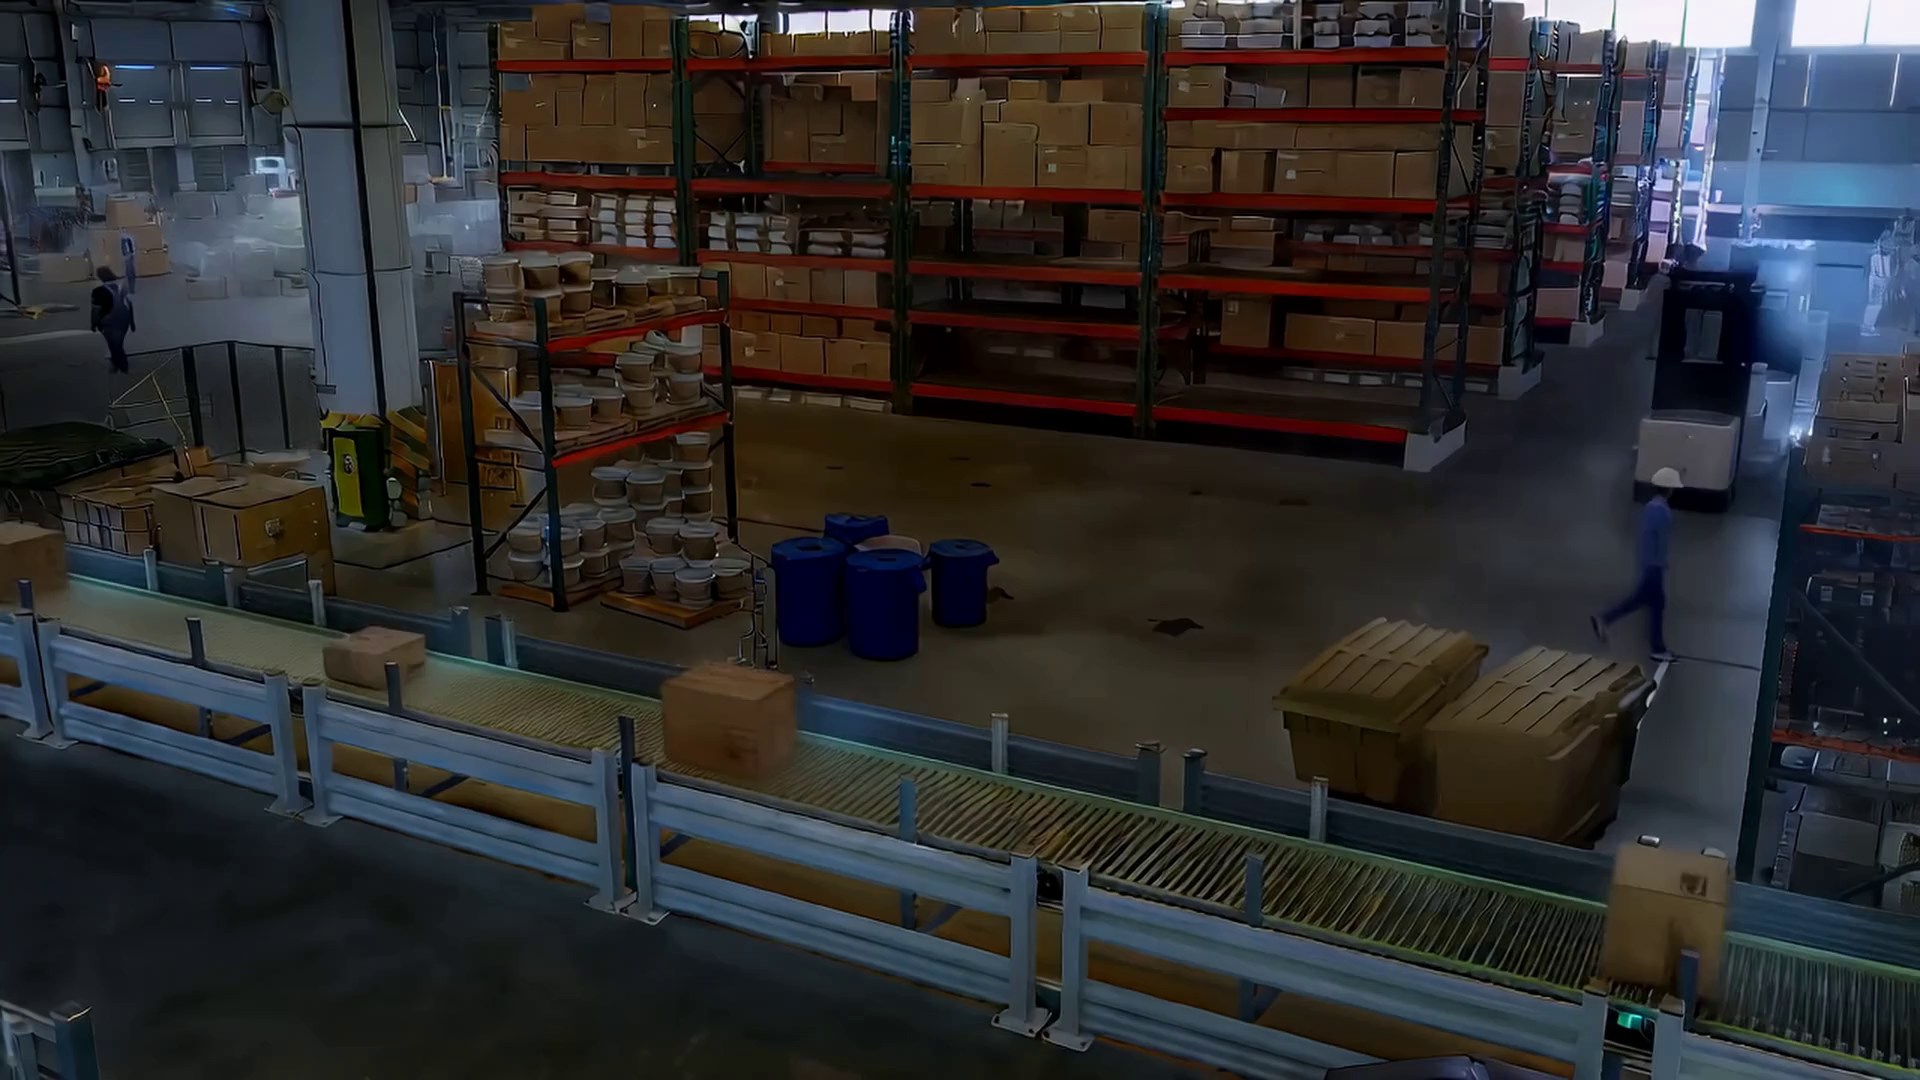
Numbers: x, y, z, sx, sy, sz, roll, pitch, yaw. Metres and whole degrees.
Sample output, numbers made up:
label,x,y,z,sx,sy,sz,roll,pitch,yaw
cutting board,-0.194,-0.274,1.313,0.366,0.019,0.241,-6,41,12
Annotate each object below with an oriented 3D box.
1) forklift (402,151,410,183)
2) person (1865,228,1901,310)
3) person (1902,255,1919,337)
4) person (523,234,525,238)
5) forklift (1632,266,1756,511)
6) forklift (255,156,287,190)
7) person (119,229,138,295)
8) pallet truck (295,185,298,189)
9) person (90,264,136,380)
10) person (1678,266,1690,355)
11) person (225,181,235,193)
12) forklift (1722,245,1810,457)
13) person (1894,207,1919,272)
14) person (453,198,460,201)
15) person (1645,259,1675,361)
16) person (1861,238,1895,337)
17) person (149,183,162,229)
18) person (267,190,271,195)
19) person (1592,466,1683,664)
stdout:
label,x,y,z,sx,sy,sz,roll,pitch,yaw
forklift,-21.519,-13.653,64.424,1.873,2.768,1.129,-1,15,-5
person,21.529,-6.324,38.797,0.675,1.875,0.781,9,17,29
person,19.837,-5.152,34.347,0.666,1.888,0.457,2,15,6
person,-9.761,-5.866,36.886,0.585,1.970,0.650,-10,18,-33
forklift,9.021,-1.914,20.294,1.129,2.768,1.873,8,17,28
forklift,-24.235,-12.131,58.703,1.129,2.768,1.873,0,15,0
person,-20.801,-6.951,41.605,0.307,1.641,0.512,-2,15,-9
pallet truck,-26.804,-14.617,69.738,1.885,1.965,0.823,-14,20,-42
person,-14.942,-3.848,29.173,0.961,2.000,0.699,8,17,27
person,13.828,-4.409,31.934,0.317,1.698,0.540,-1,15,-3
person,-26.196,-11.989,60.038,0.663,1.912,0.389,5,16,17
forklift,11.200,-2.707,23.277,1.129,2.768,1.873,8,17,27
person,26.708,-8.470,46.973,0.589,1.810,0.868,7,16,25
person,-16.467,-10.384,54.513,0.513,1.640,0.309,12,19,38
person,13.162,-4.292,31.121,0.400,1.901,0.643,-5,16,-18
person,18.972,-5.210,34.321,0.600,2.035,0.401,-14,20,-41
person,-30.249,-12.557,62.565,0.322,1.699,0.535,3,15,12
person,-22.484,-10.567,54.712,0.641,1.910,0.879,6,16,23
person,5.998,0.189,14.560,0.735,1.743,0.528,9,17,31
